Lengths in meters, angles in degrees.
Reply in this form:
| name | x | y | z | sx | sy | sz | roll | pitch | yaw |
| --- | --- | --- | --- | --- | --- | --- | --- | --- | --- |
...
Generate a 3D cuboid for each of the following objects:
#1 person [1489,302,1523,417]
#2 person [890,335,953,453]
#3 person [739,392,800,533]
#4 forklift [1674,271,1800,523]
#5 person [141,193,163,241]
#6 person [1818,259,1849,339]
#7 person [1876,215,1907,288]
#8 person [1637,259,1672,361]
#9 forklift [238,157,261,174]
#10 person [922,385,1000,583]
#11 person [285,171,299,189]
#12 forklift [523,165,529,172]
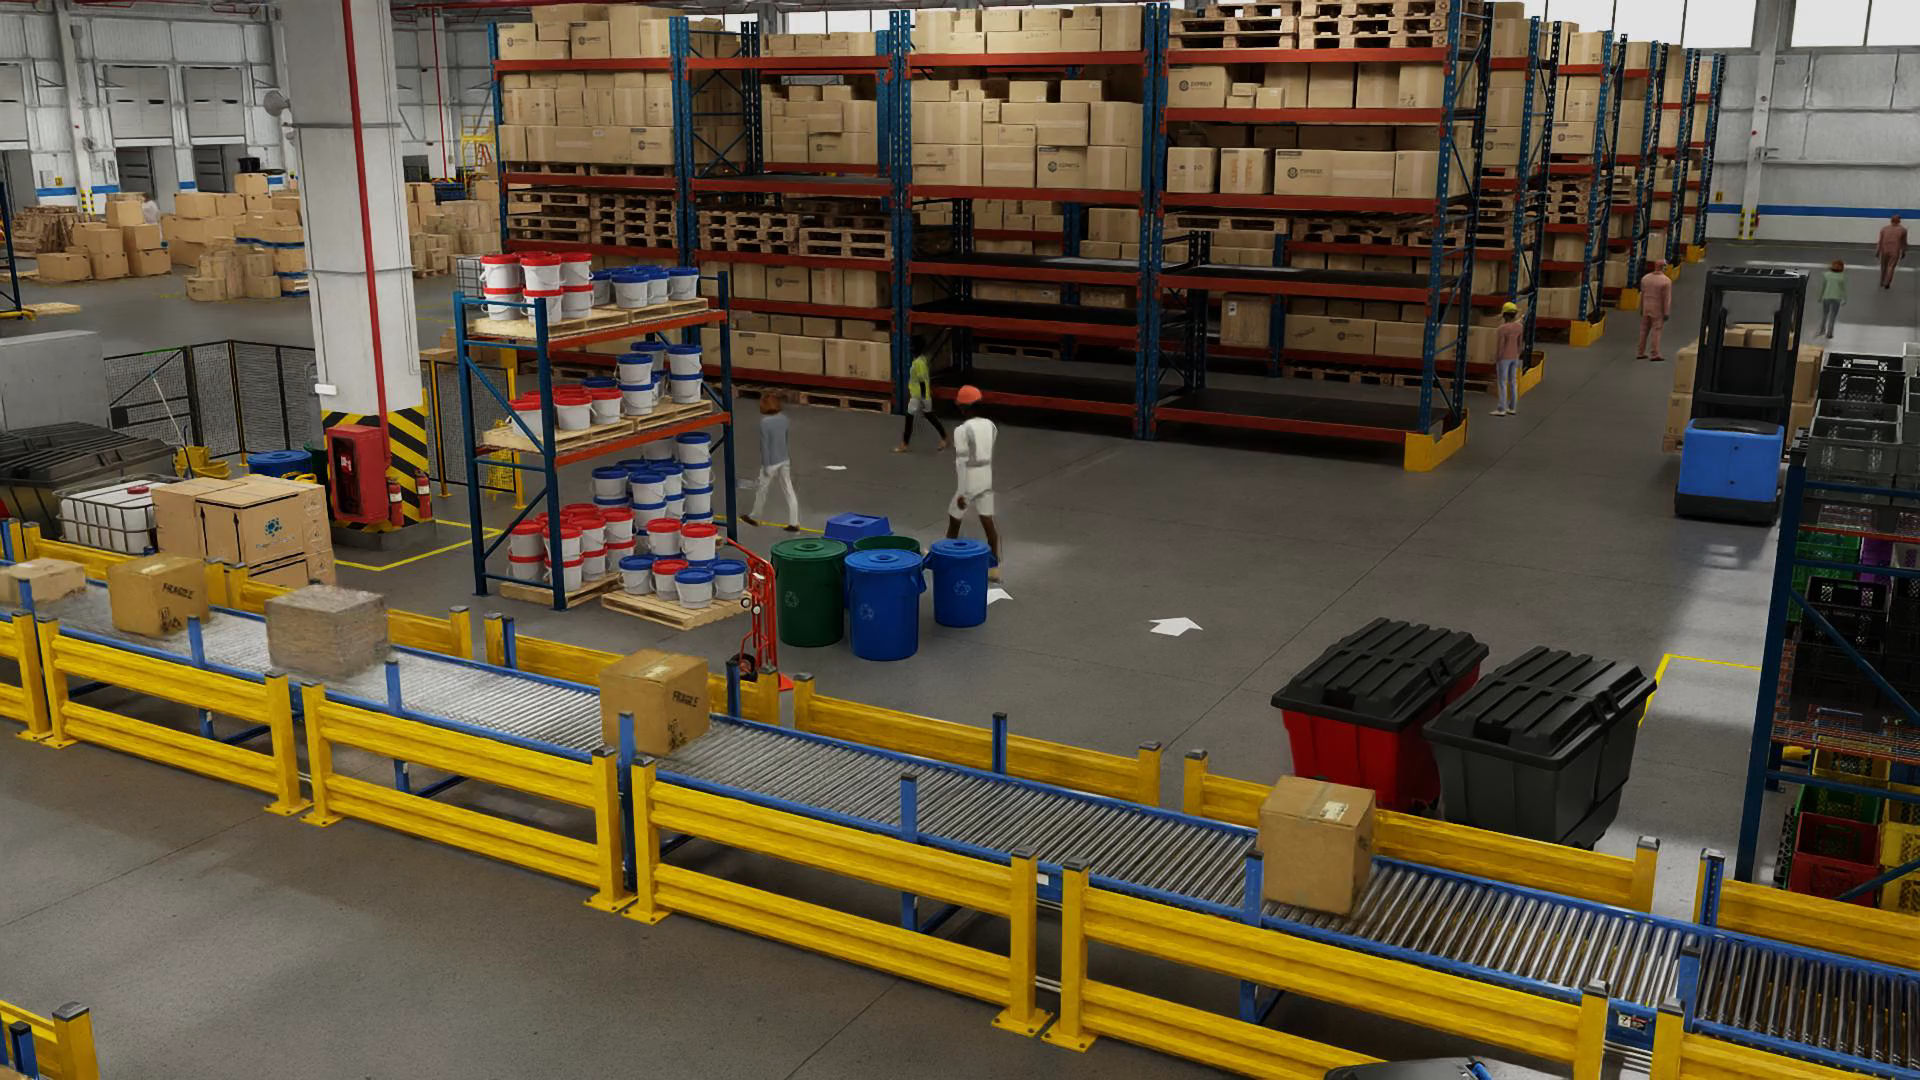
| name | x | y | z | sx | sy | sz | roll | pitch | yaw |
| --- | --- | --- | --- | --- | --- | --- | --- | --- | --- |
| person | 8.456 | -2.798 | 25.766 | 0.531 | 1.760 | 0.332 | -8 | 17 | -29 |
| person | -0.504 | -2.033 | 23.084 | 0.863 | 1.659 | 0.532 | 0 | 15 | 0 |
| person | -2.153 | -0.885 | 18.898 | 0.851 | 1.588 | 0.521 | 11 | 19 | 36 |
| forklift | 9.269 | -1.763 | 19.726 | 1.129 | 2.768 | 1.873 | 8 | 17 | 27 |
| person | -25.759 | -10.055 | 52.782 | 0.628 | 1.889 | 1.024 | 6 | 16 | 21 |
| person | 17.888 | -4.935 | 34.063 | 0.525 | 1.618 | 0.370 | 14 | 20 | 42 |
| person | 24.203 | -7.486 | 43.212 | 0.663 | 1.859 | 0.996 | 9 | 18 | 32 |
| person | 13.040 | -4.306 | 31.172 | 0.399 | 1.900 | 0.643 | -8 | 17 | -29 |
| forklift | -24.311 | -11.728 | 57.189 | 1.873 | 2.768 | 1.129 | 1 | 15 | 3 |
| person | 0.047 | -0.593 | 17.013 | 1.003 | 1.995 | 0.640 | 13 | 20 | 40 |
| person | -27.254 | -14.115 | 68.013 | 0.587 | 1.921 | 0.388 | -10 | 18 | -32 |
| forklift | -16.560 | -13.622 | 64.309 | 1.873 | 2.768 | 1.129 | 3 | 15 | 10 |
